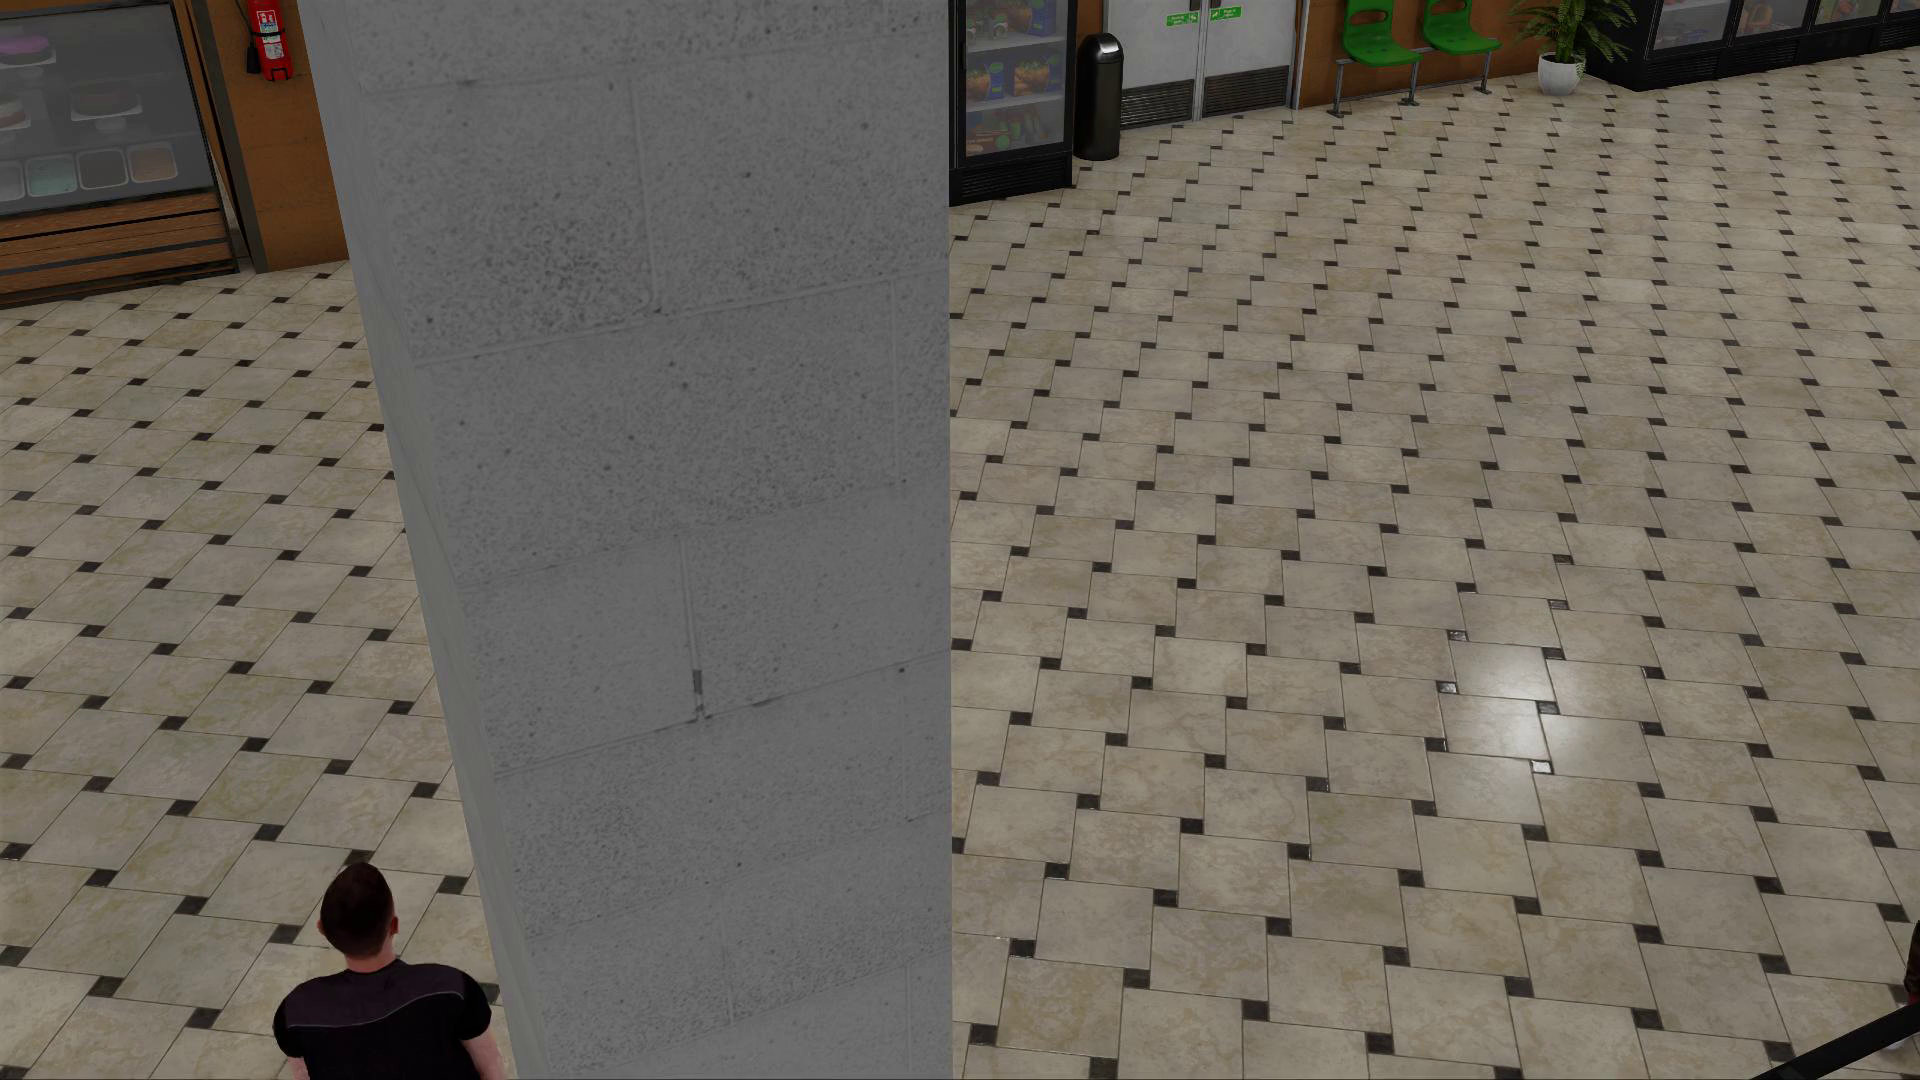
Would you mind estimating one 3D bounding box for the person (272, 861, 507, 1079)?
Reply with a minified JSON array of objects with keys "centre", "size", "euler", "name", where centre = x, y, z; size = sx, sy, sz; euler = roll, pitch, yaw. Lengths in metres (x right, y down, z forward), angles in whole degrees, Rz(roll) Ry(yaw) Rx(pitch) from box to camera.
[{"centre":[-1.424,1.650,4.334],"size":[0.810,1.826,0.857],"euler":[-1,32,-2],"name":"person"}]
